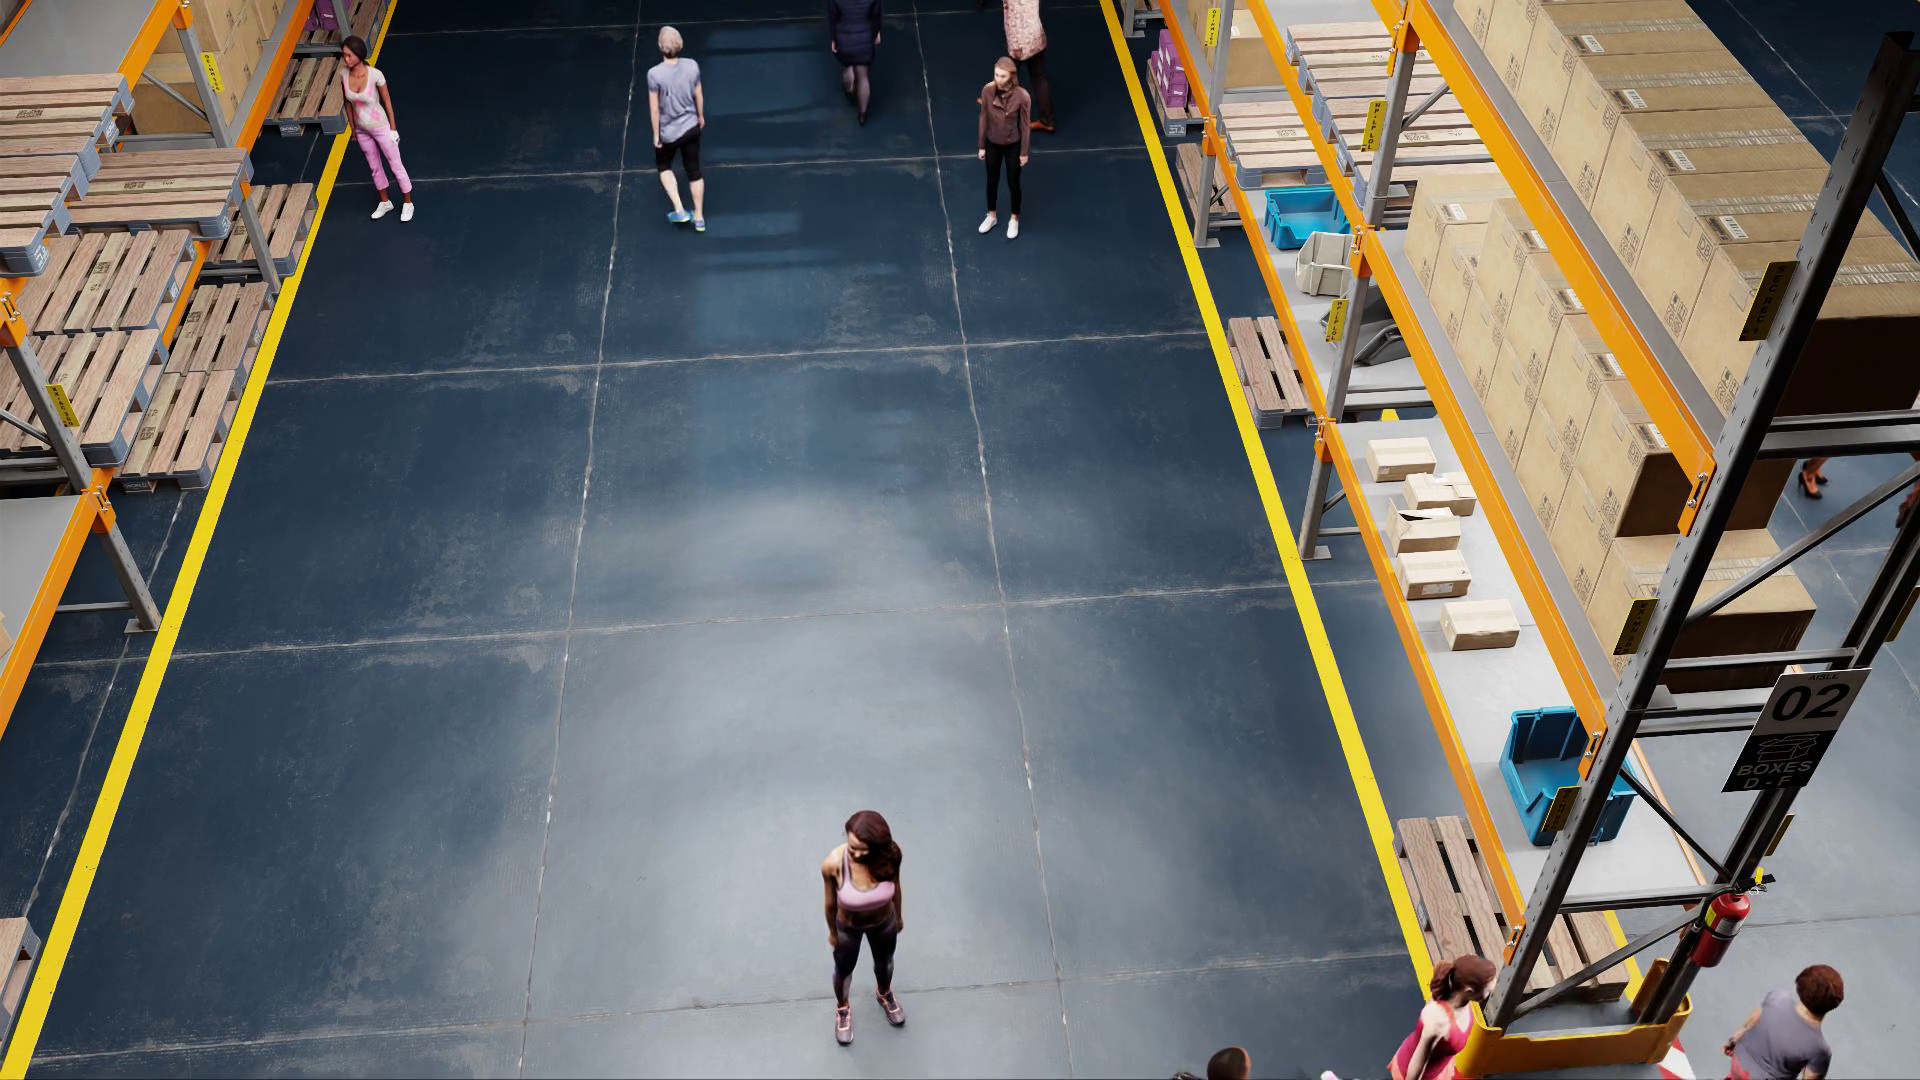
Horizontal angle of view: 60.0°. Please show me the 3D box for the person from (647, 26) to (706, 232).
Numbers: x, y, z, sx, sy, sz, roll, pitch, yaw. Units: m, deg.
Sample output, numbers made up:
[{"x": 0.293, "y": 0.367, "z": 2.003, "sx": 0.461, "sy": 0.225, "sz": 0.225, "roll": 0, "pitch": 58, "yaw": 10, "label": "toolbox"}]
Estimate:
[{"x": -2.399, "y": -3.493, "z": 14.406, "sx": 0.801, "sy": 1.869, "sz": 0.816, "roll": -23, "pitch": 48, "yaw": -22, "label": "person"}]

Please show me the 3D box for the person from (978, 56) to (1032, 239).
[{"x": 0.391, "y": -3.423, "z": 14.453, "sx": 0.677, "sy": 1.703, "sz": 0.653, "roll": 14, "pitch": 45, "yaw": 14, "label": "person"}]

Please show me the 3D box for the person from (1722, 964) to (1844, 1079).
[{"x": 3.863, "y": 2.629, "z": 8.146, "sx": 0.791, "sy": 1.641, "sz": 0.689, "roll": -8, "pitch": 44, "yaw": -8, "label": "person"}]

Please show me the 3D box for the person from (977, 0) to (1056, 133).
[{"x": 0.668, "y": -4.673, "z": 15.728, "sx": 1.189, "sy": 1.754, "sz": 1.119, "roll": 27, "pitch": 50, "yaw": 26, "label": "person"}]

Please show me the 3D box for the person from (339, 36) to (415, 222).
[{"x": -5.142, "y": -3.608, "z": 14.619, "sx": 0.636, "sy": 1.741, "sz": 0.595, "roll": 7, "pitch": 44, "yaw": 7, "label": "person"}]

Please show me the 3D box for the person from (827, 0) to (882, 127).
[{"x": -0.996, "y": -4.743, "z": 15.876, "sx": 0.661, "sy": 1.652, "sz": 0.913, "roll": -4, "pitch": 44, "yaw": -4, "label": "person"}]

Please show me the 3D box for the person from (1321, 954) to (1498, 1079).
[{"x": 2.218, "y": 2.536, "z": 8.185, "sx": 0.996, "sy": 1.720, "sz": 0.952, "roll": 30, "pitch": 51, "yaw": 28, "label": "person"}]

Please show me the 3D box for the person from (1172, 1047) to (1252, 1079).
[{"x": 1.137, "y": 2.899, "z": 7.733, "sx": 0.740, "sy": 1.818, "sz": 0.776, "roll": 26, "pitch": 49, "yaw": 25, "label": "person"}]

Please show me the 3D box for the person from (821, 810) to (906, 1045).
[{"x": -0.501, "y": 1.999, "z": 8.715, "sx": 0.643, "sy": 1.767, "sz": 0.597, "roll": -12, "pitch": 45, "yaw": -12, "label": "person"}]
